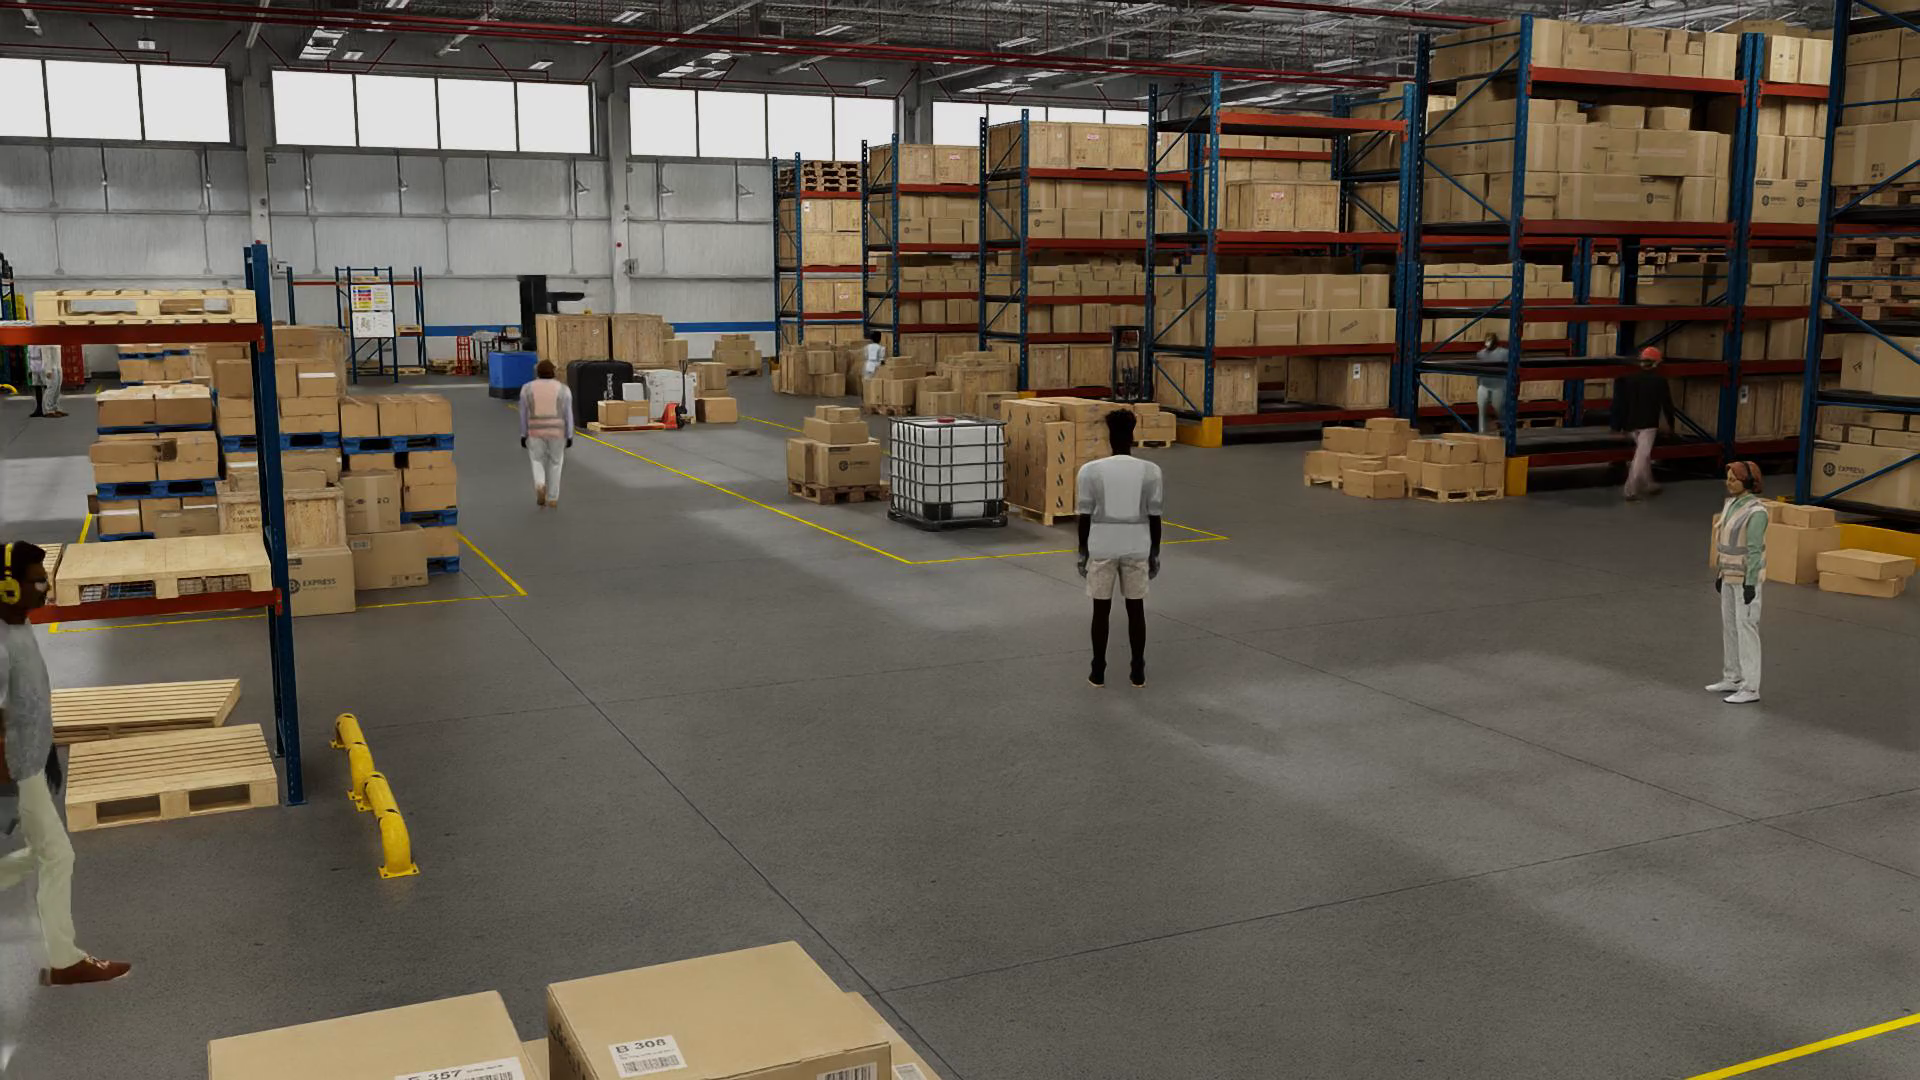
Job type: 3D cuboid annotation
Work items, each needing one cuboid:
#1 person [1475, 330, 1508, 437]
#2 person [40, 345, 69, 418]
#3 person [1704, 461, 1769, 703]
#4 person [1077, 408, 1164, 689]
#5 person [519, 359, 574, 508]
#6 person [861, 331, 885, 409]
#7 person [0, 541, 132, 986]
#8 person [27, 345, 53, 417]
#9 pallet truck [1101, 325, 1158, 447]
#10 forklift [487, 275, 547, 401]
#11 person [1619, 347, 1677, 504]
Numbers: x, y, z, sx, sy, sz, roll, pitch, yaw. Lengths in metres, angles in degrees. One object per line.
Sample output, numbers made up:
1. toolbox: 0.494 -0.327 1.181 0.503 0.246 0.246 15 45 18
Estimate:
1. person: 9.016 -2.586 28.112 0.627 1.920 0.809 8 12 41
2. person: -18.038 -3.387 33.071 0.362 1.929 0.629 -1 9 -9
3. person: 5.266 0.275 11.243 0.312 1.632 0.514 0 9 3
4. person: 1.108 0.067 11.542 0.599 1.959 0.377 -1 9 -3
5. person: -5.054 -1.297 20.383 0.655 1.830 0.447 -2 9 -12
6. person: -1.811 -3.597 35.179 0.533 1.662 0.822 5 10 29
7. person: -3.796 0.912 6.622 0.704 1.852 0.537 -4 10 -22
8. person: -18.317 -3.398 33.103 0.543 1.932 0.376 2 9 11
9. pallet truck: 2.881 -2.596 27.923 0.823 1.965 1.885 -1 9 -7
10. forklift: -9.637 -4.589 37.561 1.873 2.768 1.129 -7 11 -36
11. person: 8.677 -1.433 20.879 1.007 1.946 0.618 -4 10 -24
